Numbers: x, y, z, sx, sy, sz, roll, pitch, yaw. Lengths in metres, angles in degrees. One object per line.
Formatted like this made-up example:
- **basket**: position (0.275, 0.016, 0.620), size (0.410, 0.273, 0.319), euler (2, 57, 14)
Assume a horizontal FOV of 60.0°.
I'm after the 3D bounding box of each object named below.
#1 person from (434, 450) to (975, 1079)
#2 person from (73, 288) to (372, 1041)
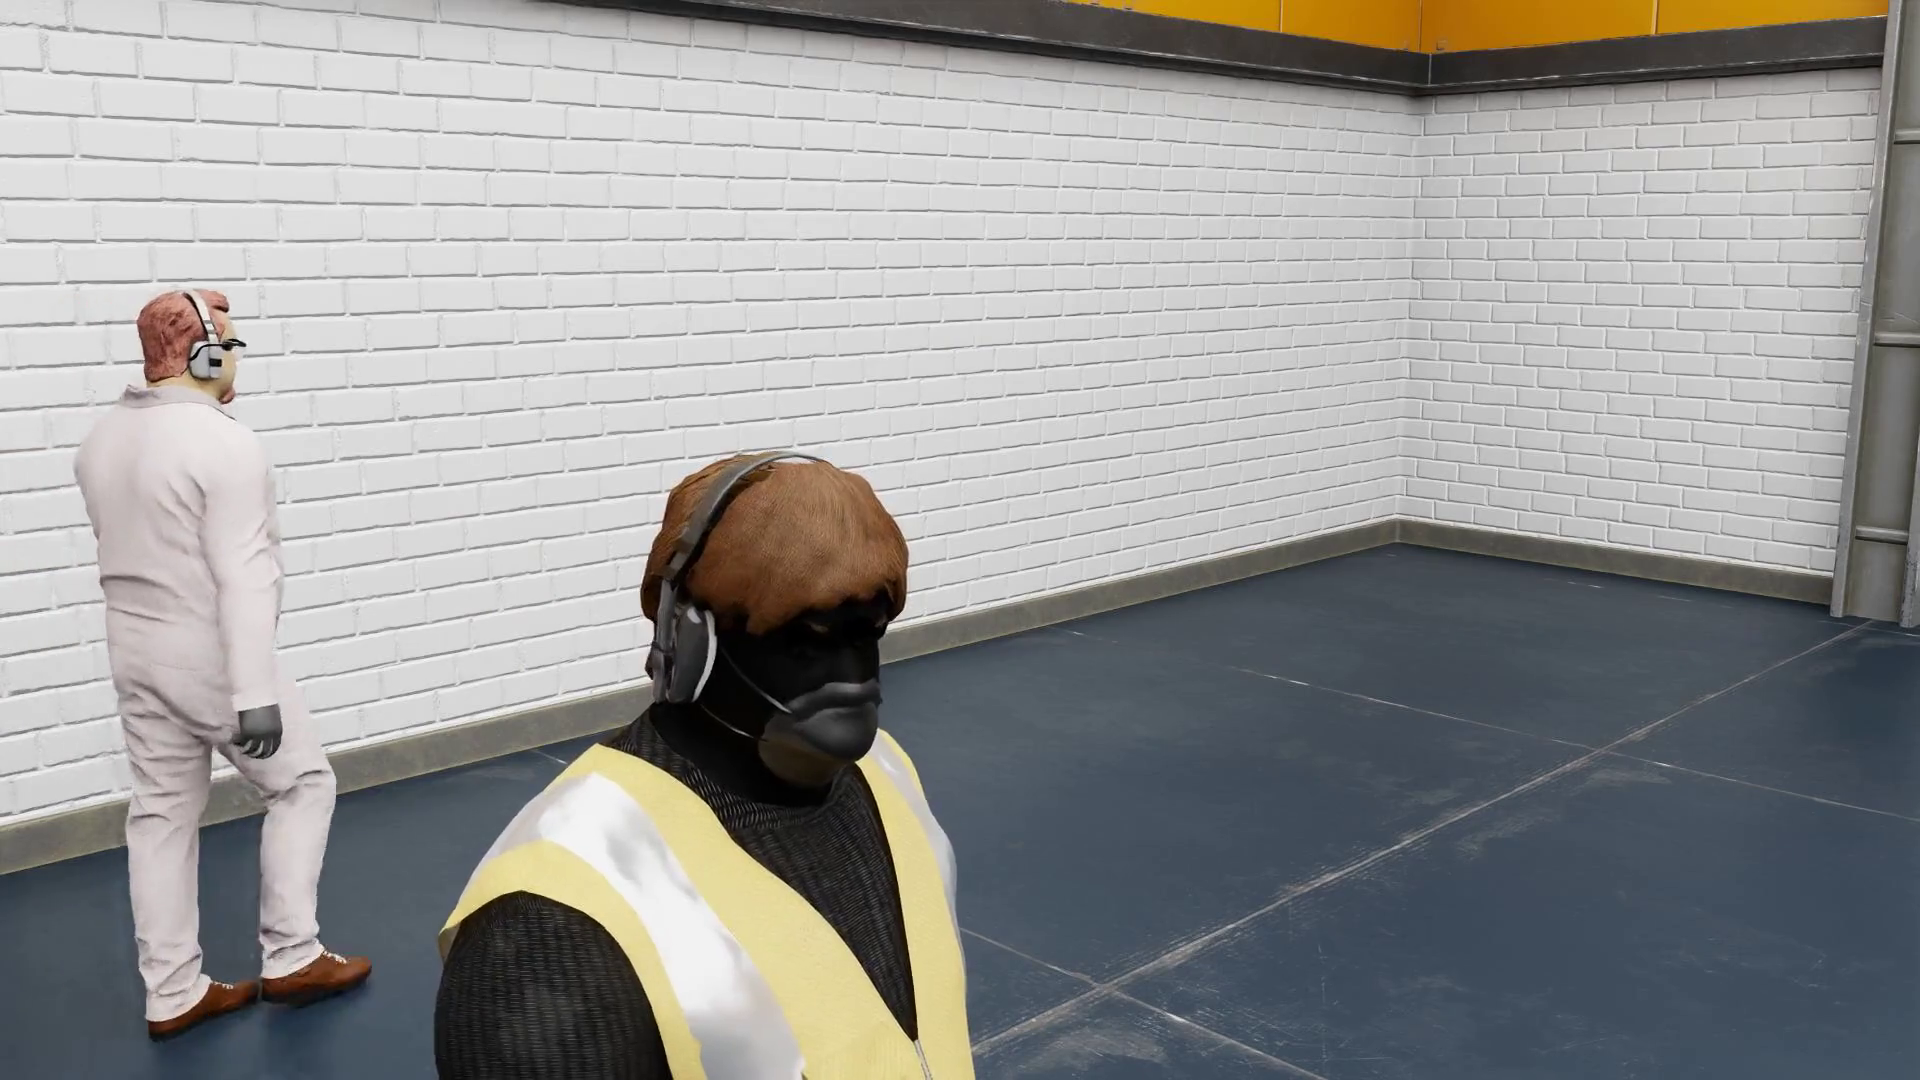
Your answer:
- **person**: position (-0.177, 0.830, 1.577), size (0.430, 1.840, 0.622), euler (5, 11, 24)
- **person**: position (-1.859, 0.307, 4.276), size (0.680, 1.883, 0.688), euler (6, 12, 29)
